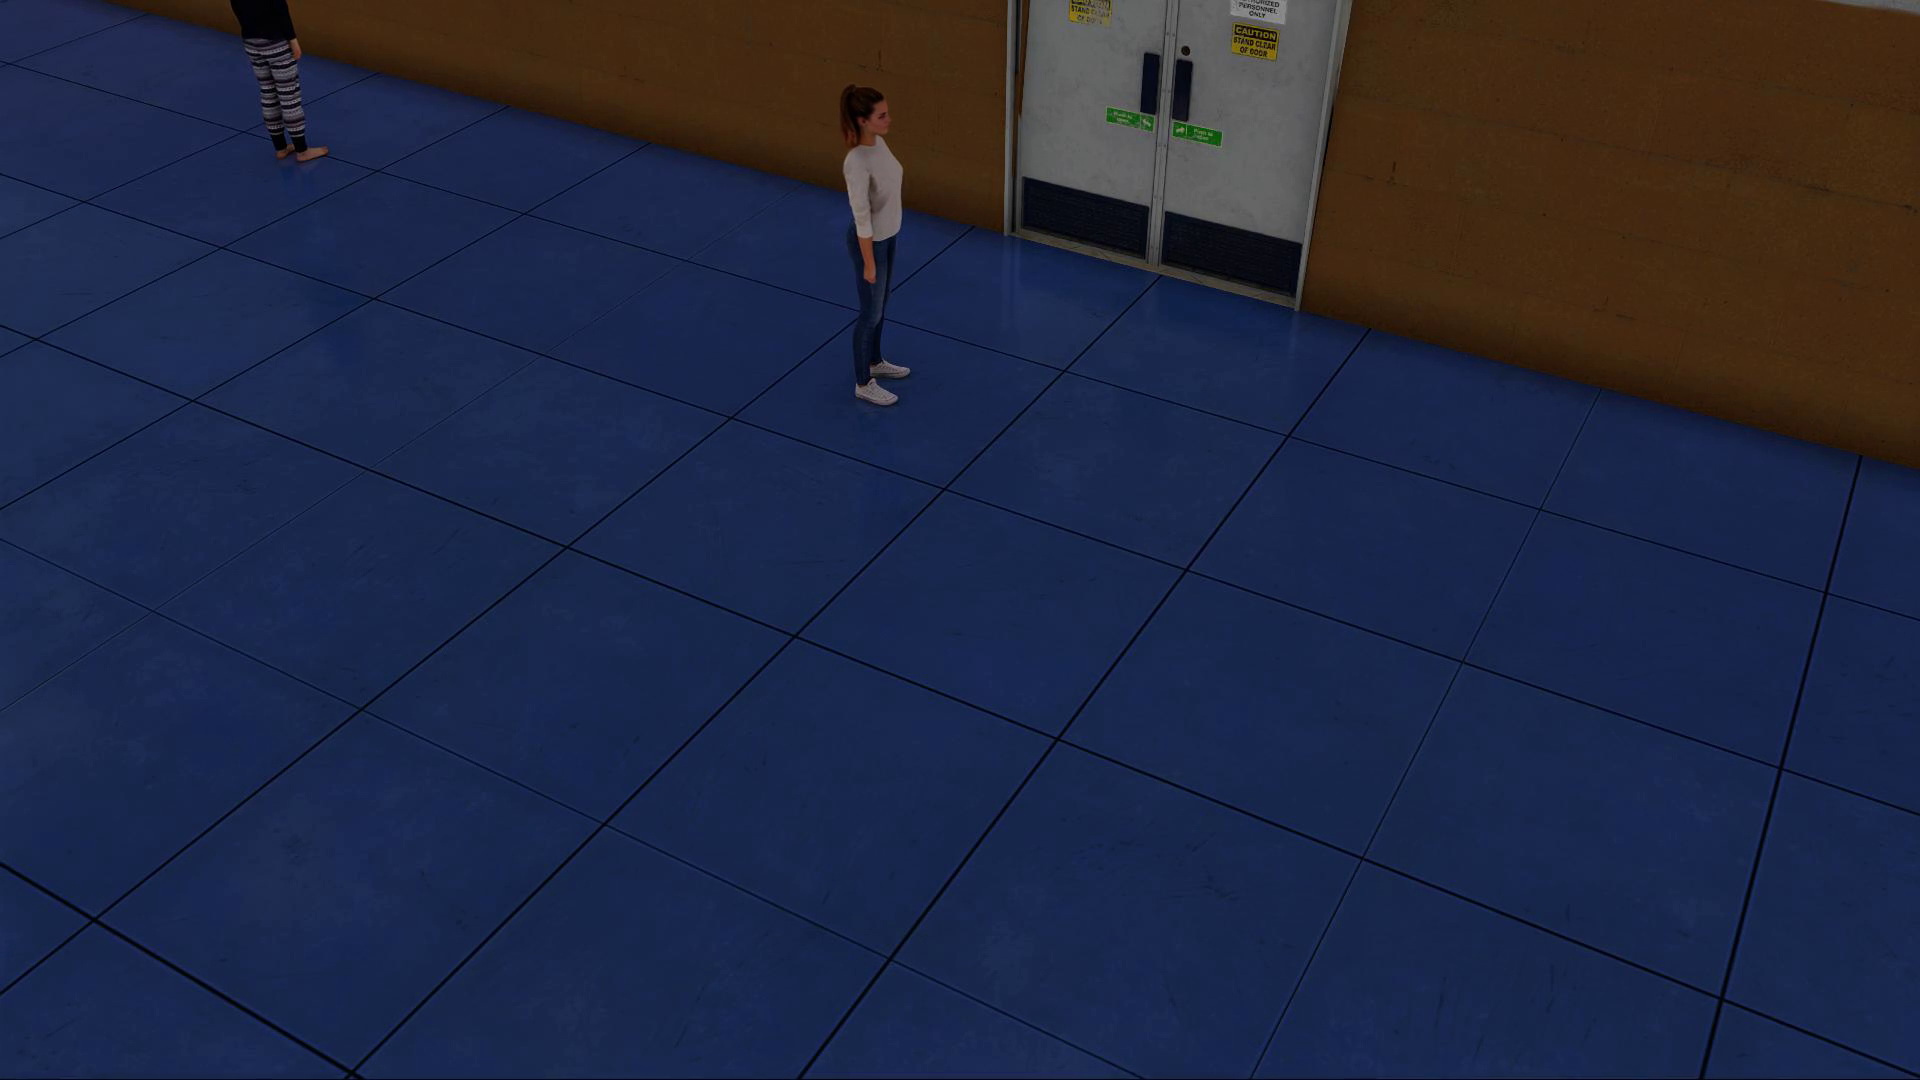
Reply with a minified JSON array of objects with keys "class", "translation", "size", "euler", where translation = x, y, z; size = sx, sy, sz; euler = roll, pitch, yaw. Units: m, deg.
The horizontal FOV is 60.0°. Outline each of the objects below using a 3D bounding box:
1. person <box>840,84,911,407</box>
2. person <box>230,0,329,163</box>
[{"class":"person","translation":[-0.463,-1.545,8.717],"size":[0.728,1.720,0.572],"euler":[8,38,10]},{"class":"person","translation":[-4.661,-3.392,11.166],"size":[0.618,1.735,0.537],"euler":[16,40,20]}]
